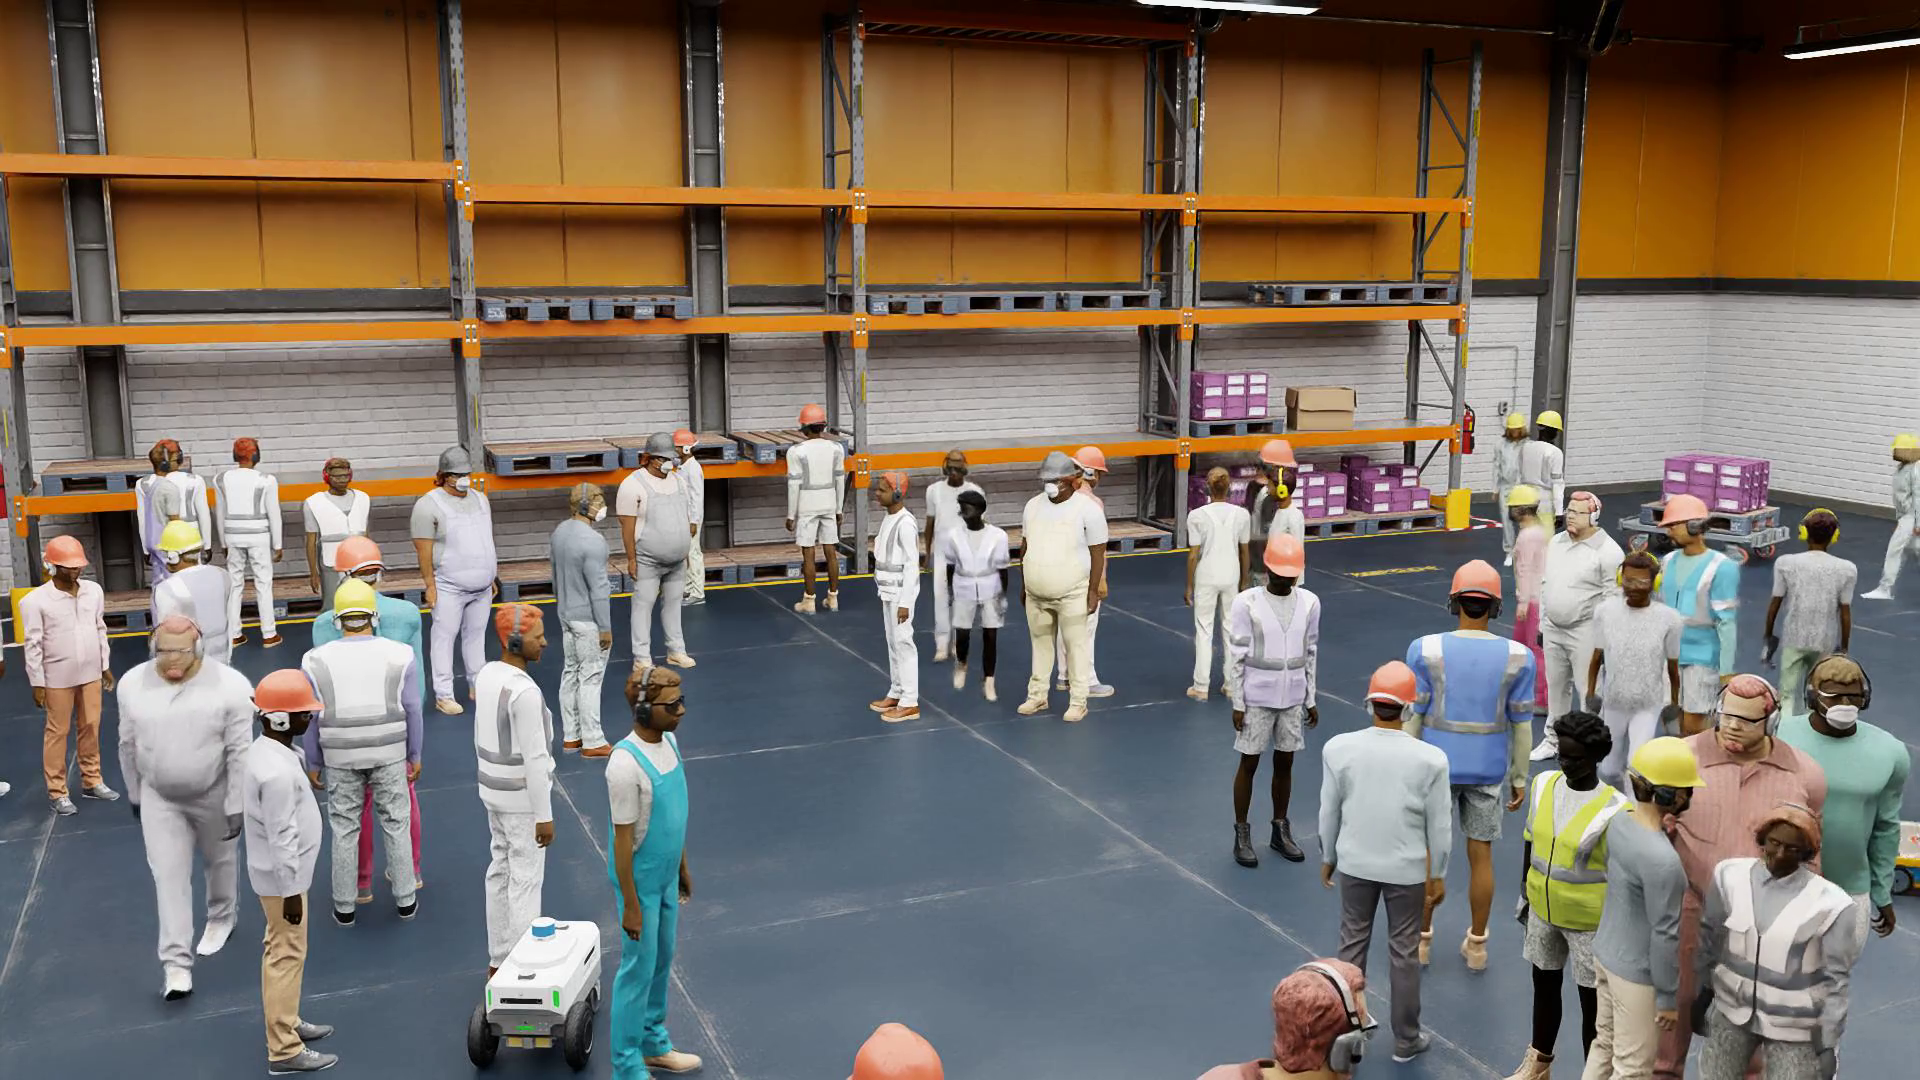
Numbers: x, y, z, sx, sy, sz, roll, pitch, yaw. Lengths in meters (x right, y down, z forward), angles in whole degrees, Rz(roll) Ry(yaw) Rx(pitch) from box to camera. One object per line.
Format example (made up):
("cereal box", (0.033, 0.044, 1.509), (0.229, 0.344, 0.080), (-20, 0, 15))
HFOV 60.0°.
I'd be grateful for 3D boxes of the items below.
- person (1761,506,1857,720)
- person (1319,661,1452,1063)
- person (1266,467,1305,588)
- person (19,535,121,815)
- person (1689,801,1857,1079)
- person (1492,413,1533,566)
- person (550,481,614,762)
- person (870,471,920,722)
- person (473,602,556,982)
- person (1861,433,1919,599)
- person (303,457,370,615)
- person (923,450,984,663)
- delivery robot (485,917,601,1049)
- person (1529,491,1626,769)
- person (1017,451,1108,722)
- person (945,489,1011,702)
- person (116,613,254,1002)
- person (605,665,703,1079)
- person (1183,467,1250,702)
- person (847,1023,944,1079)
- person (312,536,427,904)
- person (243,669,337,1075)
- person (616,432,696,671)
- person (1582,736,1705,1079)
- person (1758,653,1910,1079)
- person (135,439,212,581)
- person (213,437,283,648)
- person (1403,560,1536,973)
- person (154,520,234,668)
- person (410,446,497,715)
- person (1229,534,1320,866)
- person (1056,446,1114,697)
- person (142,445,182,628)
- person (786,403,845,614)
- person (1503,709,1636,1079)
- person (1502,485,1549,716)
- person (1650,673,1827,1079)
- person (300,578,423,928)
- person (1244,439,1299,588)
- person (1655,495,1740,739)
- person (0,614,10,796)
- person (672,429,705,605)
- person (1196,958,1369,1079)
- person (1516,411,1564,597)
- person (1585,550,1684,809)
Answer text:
("person", (5.562, 0.704, 10.918), (0.521, 1.849, 0.726), (5, 11, 25))
("person", (1.857, 1.388, 7.250), (0.572, 1.747, 0.346), (5, 11, 28))
("person", (2.486, 0.359, 12.856), (0.330, 1.865, 0.518), (0, 10, -3))
("person", (-5.567, 0.832, 10.451), (0.344, 1.747, 0.572), (4, 11, 24))
("person", (2.825, 1.694, 5.877), (0.313, 1.619, 0.595), (-8, 13, -38))
("person", (6.160, -0.554, 18.515), (0.480, 1.725, 0.463), (5, 11, 27))
("person", (-2.595, 0.557, 11.504), (0.350, 1.935, 0.635), (-8, 13, -39))
("person", (-0.477, 0.414, 12.474), (0.339, 1.882, 0.584), (-3, 10, -16))
("person", (-2.078, 1.220, 7.828), (0.337, 1.883, 0.584), (-8, 13, -38))
("person", (9.639, -0.233, 16.746), (0.862, 1.701, 0.494), (2, 10, 10))
("person", (-5.074, 0.233, 13.634), (0.375, 1.841, 0.575), (8, 13, 38))
("person", (-0.059, 0.152, 14.167), (0.547, 1.817, 0.790), (1, 10, 5))
("delivery robot", (-1.838, 1.918, 7.372), (0.477, 0.478, 0.707), (0, 10, 2))
("person", (4.141, 0.617, 11.232), (0.407, 1.913, 0.641), (-5, 11, -27))
("person", (0.718, 0.341, 12.451), (0.689, 2.000, 0.538), (6, 12, 31))
("person", (0.137, 0.429, 12.983), (0.516, 1.680, 0.428), (1, 10, 4))
("person", (-3.697, 1.226, 7.981), (0.649, 1.828, 1.021), (-2, 10, -13))
("person", (-1.278, 1.412, 6.870), (0.333, 1.839, 0.505), (2, 10, 13))
("person", (1.999, 0.348, 12.970), (0.514, 1.845, 0.338), (-2, 10, -11))
("person", (-0.140, 1.970, 3.887), (0.567, 1.751, 0.329), (-8, 13, -38))
("person", (-3.198, 0.964, 9.019), (0.615, 1.987, 0.407), (-9, 13, -43))
("person", (-2.878, 1.407, 7.160), (0.350, 1.743, 0.568), (-4, 11, -24))
("person", (-2.484, 0.096, 13.863), (0.535, 2.000, 0.680), (9, 13, 42))
("person", (2.521, 1.579, 6.143), (0.340, 1.759, 0.527), (0, 10, 2))
("person", (3.425, 1.396, 6.661), (0.627, 1.941, 0.374), (1, 10, 7))
("person", (-6.857, 0.053, 14.563), (0.575, 1.883, 0.355), (-3, 10, -19))
("person", (-6.301, 0.025, 14.762), (0.574, 1.877, 0.360), (0, 10, -1))
("person", (2.454, 1.103, 8.108), (0.611, 2.029, 0.409), (1, 10, 8))
("person", (-4.849, 0.779, 10.518), (0.403, 1.836, 0.586), (3, 10, 19))
("person", (-3.794, 0.292, 12.728), (0.538, 2.000, 0.683), (7, 12, 33))
("person", (1.807, 0.907, 9.515), (0.542, 1.927, 0.382), (-2, 10, -13))
("person", (0.977, 0.247, 13.146), (0.392, 1.984, 0.622), (-6, 11, -30))
("person", (-6.896, 0.086, 14.481), (0.505, 1.846, 0.347), (8, 12, 37))
("person", (-1.409, -0.300, 16.125), (0.604, 2.048, 0.367), (-6, 12, -31))
("person", (2.470, 1.507, 6.724), (0.318, 1.696, 0.532), (-6, 11, -31))
("person", (4.304, 0.454, 12.666), (0.544, 1.735, 0.520), (5, 11, 26))
("person", (2.992, 1.448, 6.471), (0.643, 1.905, 0.400), (3, 10, 16))
("person", (-3.103, 1.108, 8.673), (0.591, 1.824, 0.405), (-3, 10, -18))
("person", (2.491, 0.187, 13.425), (0.565, 2.010, 0.627), (-1, 10, -6))
("person", (4.600, 0.723, 10.391), (0.615, 1.998, 0.676), (-4, 11, -20))
("person", (-6.384, 0.738, 10.514), (0.594, 1.917, 0.373), (-4, 11, -21))
("person", (-2.728, -0.232, 16.574), (0.332, 1.750, 0.573), (-4, 11, -23))
("person", (0.811, 1.895, 3.887), (0.403, 1.904, 0.652), (-8, 13, -39))
("person", (5.854, -0.342, 16.740), (0.380, 1.917, 0.586), (-5, 11, -25))
("person", (3.869, 0.946, 9.539), (0.511, 1.849, 0.772), (7, 12, 35))
